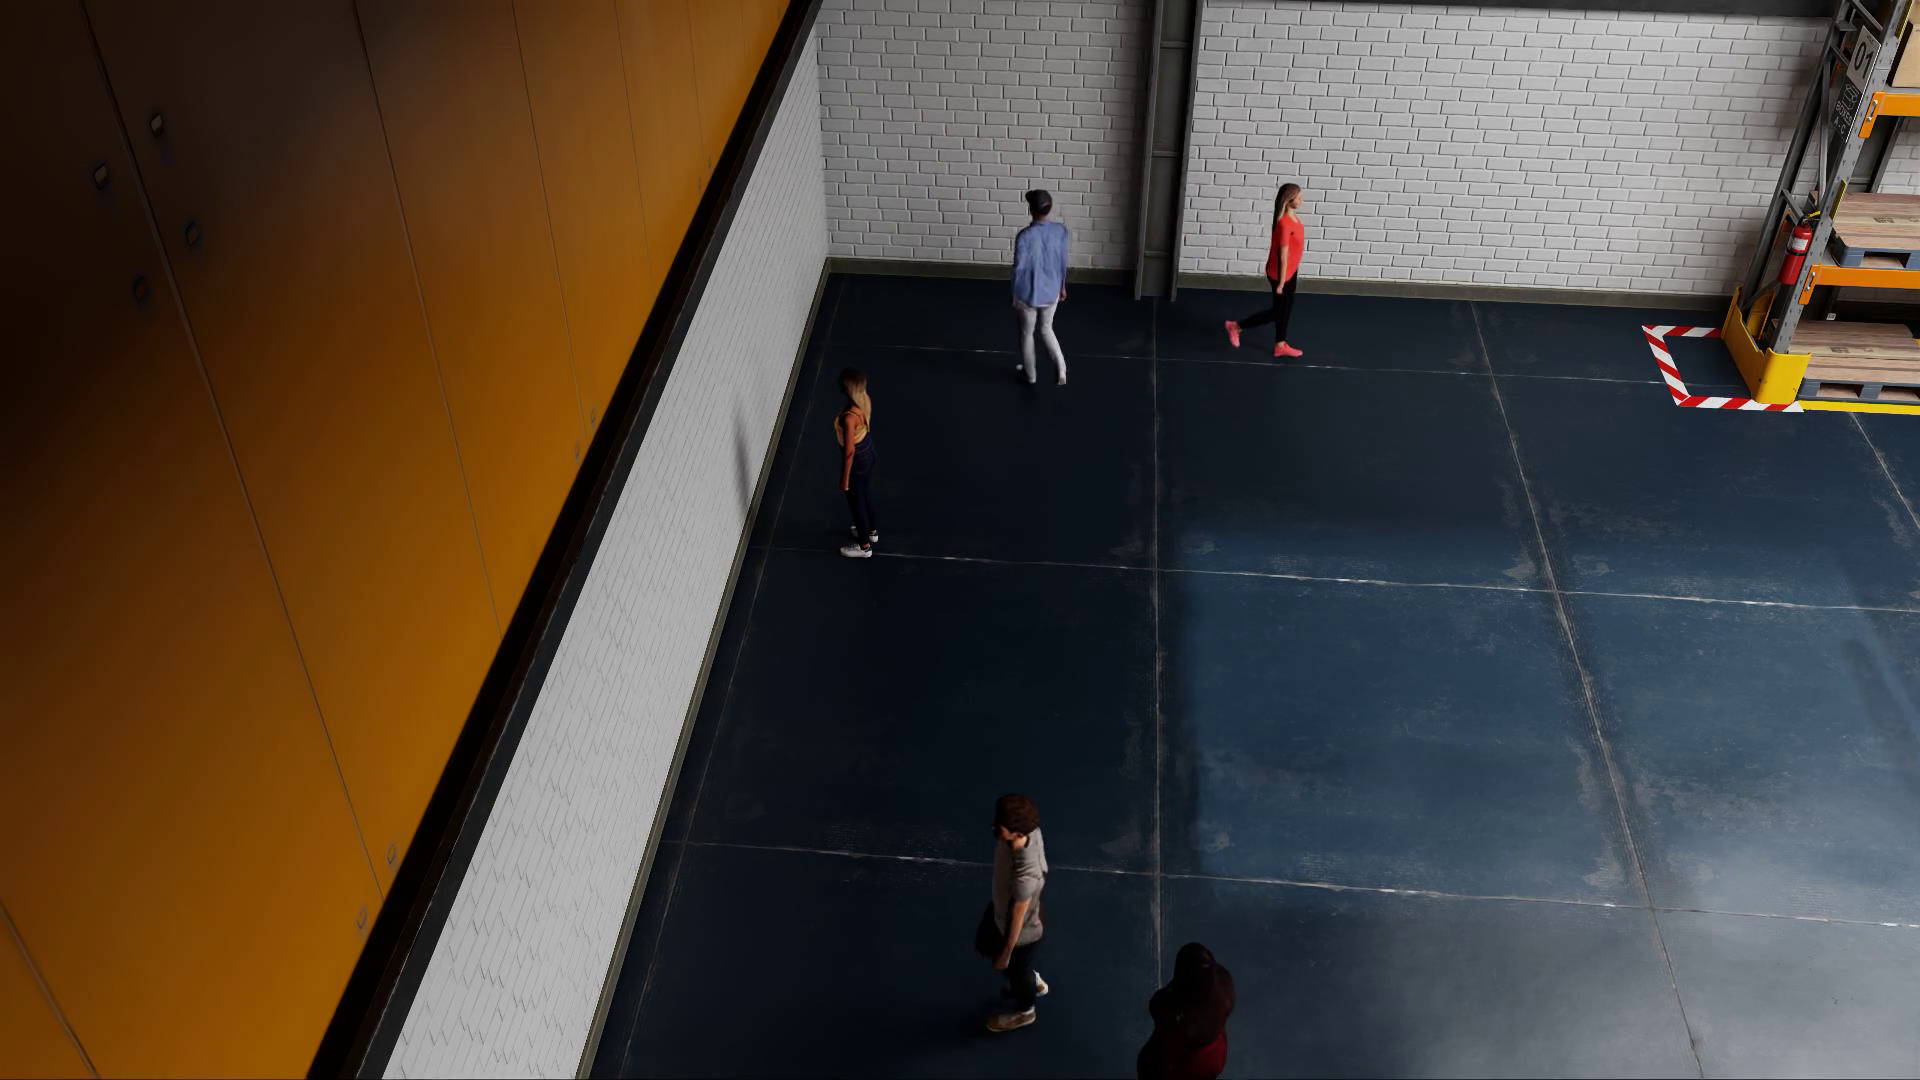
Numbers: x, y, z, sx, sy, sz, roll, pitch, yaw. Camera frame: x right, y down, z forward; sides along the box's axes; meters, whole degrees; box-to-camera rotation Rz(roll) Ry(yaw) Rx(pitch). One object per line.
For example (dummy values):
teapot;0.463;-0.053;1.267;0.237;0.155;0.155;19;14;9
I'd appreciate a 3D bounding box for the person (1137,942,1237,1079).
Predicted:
person;1.188;2.641;8.293;0.993;1.737;1.040;-26;45;-29

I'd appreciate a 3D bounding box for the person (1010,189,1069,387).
person;0.693;-2.068;14.082;0.939;1.870;0.949;-17;41;-20

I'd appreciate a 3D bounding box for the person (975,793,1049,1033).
person;0.393;2.030;8.946;0.724;1.878;0.703;-4;39;-5

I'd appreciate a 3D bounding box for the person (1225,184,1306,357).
person;2.734;-2.334;14.568;0.962;1.679;0.664;7;39;9

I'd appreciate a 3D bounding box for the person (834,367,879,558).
person;-0.768;-0.583;12.418;0.569;1.628;0.620;11;40;13
